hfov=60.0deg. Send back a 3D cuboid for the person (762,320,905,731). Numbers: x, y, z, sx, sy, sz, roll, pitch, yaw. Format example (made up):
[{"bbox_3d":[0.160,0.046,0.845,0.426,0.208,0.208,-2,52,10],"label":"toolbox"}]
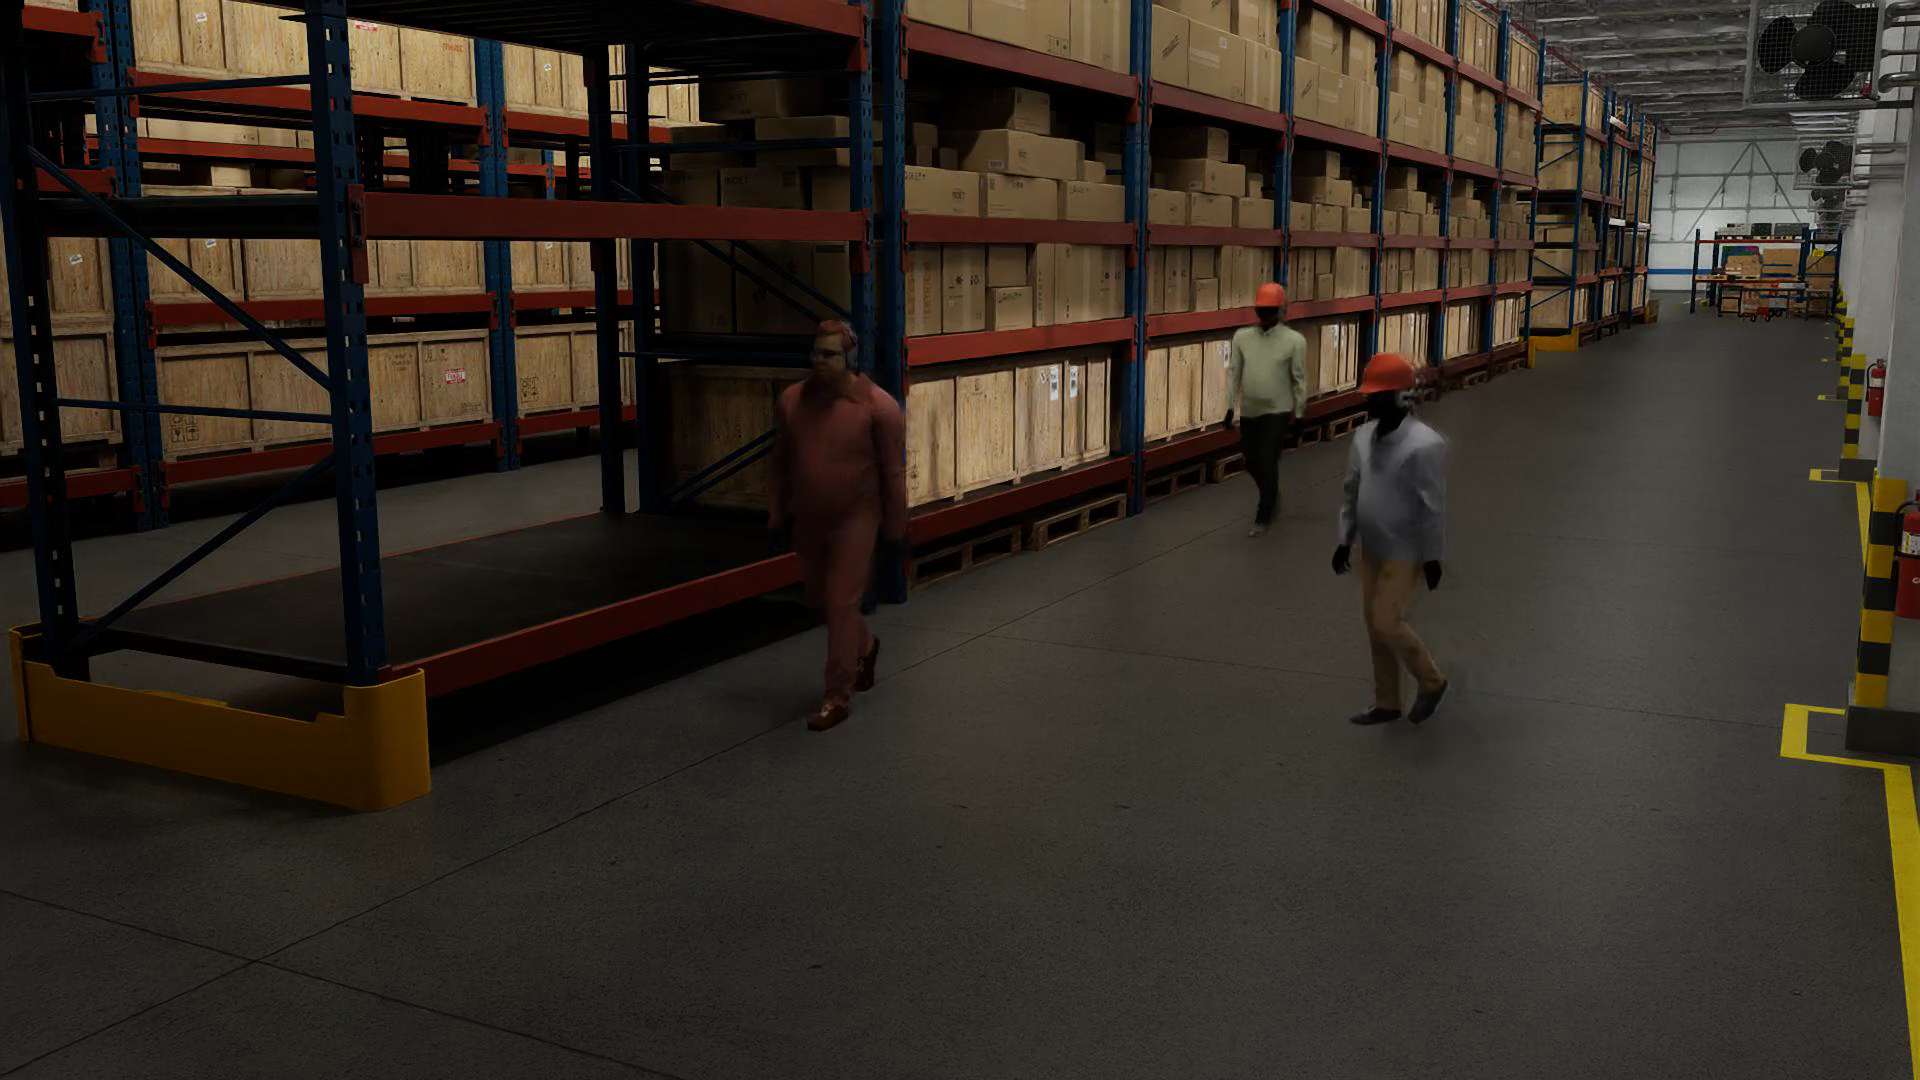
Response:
[{"bbox_3d":[-0.559,-0.105,7.874,0.638,1.877,0.832,5,11,27],"label":"person"}]

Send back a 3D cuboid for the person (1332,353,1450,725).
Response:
[{"bbox_3d":[1.960,0.014,7.591,0.422,1.733,0.578,-4,10,-20],"label":"person"}]

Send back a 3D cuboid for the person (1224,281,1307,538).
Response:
[{"bbox_3d":[2.413,-1.036,12.988,0.621,1.970,0.806,6,12,33],"label":"person"}]
